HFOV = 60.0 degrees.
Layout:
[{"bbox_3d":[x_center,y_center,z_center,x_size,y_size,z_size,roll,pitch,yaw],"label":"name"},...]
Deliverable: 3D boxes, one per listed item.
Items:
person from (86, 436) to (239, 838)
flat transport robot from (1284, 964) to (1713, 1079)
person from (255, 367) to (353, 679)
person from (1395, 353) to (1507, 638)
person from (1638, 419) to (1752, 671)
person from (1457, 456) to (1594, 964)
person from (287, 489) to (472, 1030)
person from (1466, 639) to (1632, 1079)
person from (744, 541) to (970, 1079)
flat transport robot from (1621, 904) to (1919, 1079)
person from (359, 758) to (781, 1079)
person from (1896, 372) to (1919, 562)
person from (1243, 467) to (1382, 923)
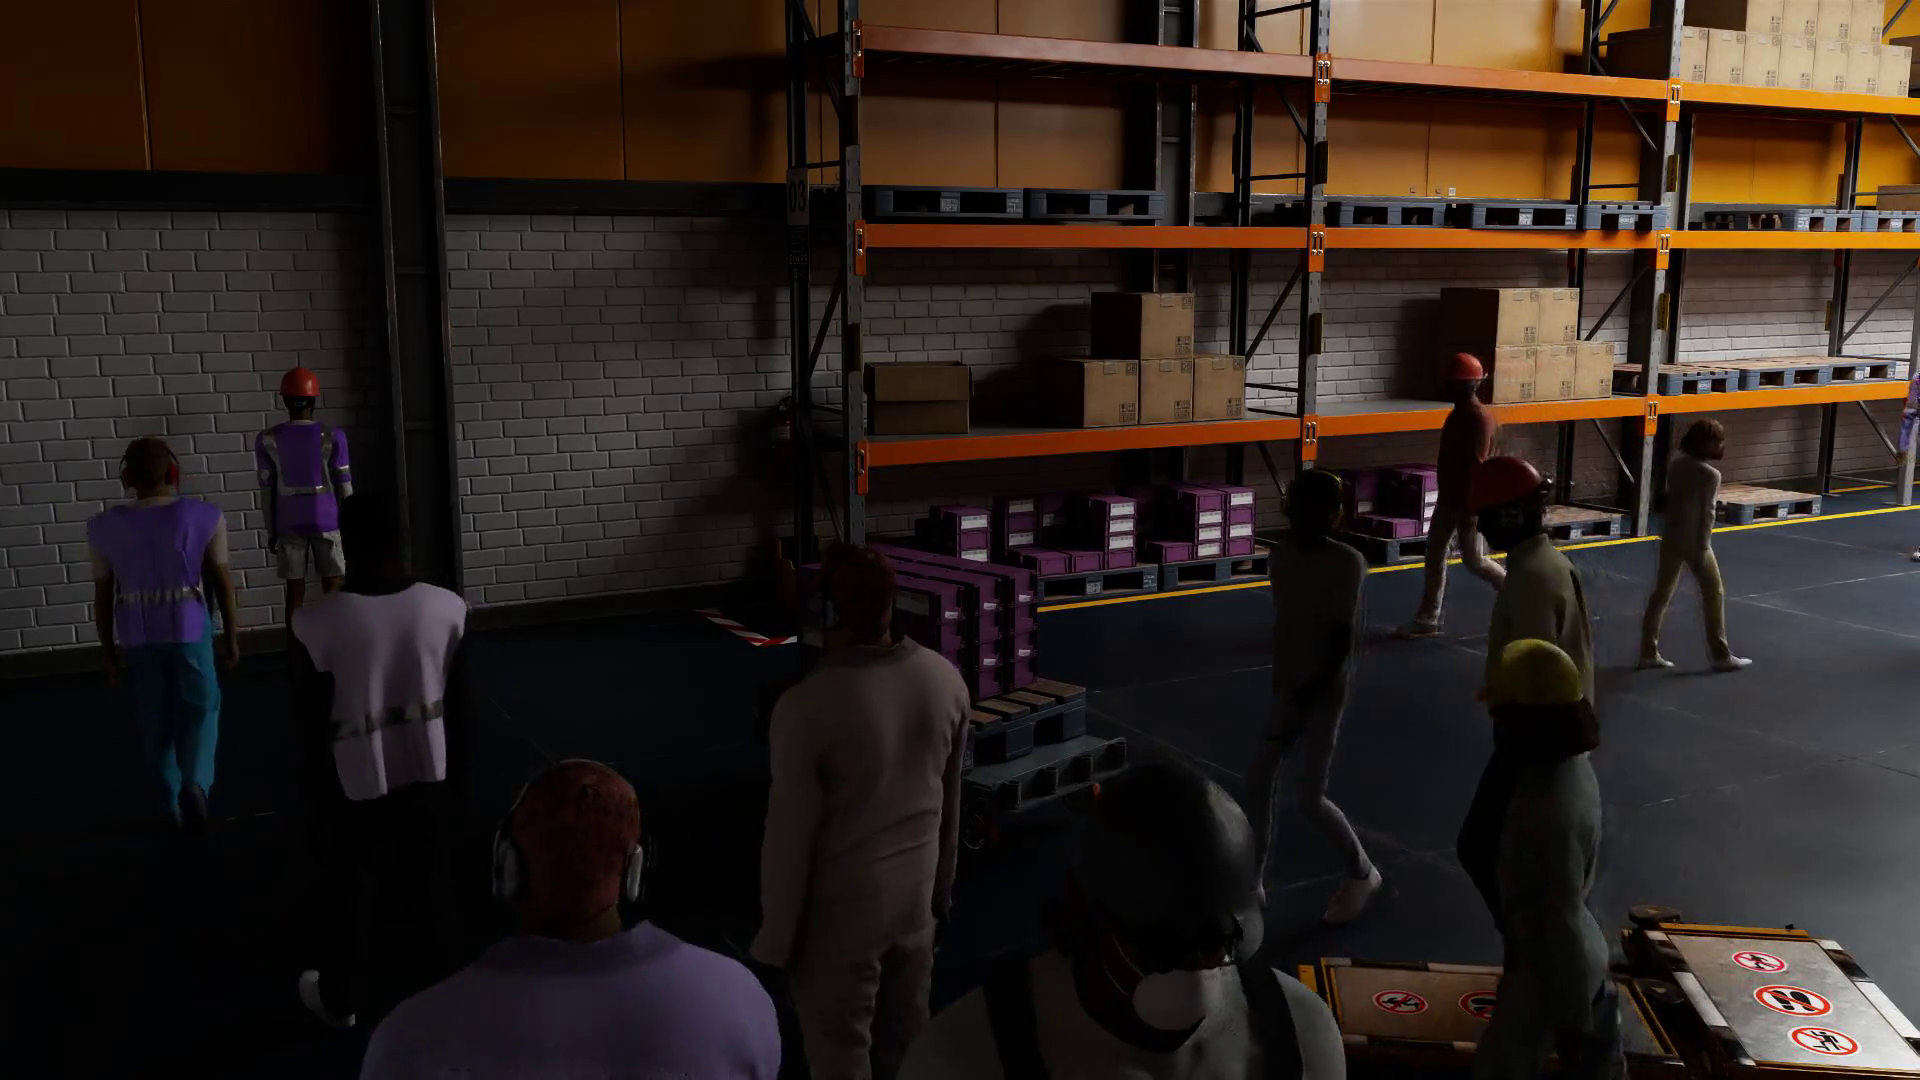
[{"bbox_3d":[-3.556,0.450,7.457,0.577,1.830,0.690,-4,11,-20],"label":"person"},{"bbox_3d":[1.640,1.593,5.364,1.431,0.197,0.652,1,10,8],"label":"flat transport robot"},{"bbox_3d":[-4.038,-0.100,10.316,0.544,1.939,0.354,-2,10,-14],"label":"person"},{"bbox_3d":[3.482,-0.286,11.314,0.896,1.970,0.609,-2,10,-10],"label":"person"},{"bbox_3d":[4.668,0.039,10.485,0.763,1.602,0.519,-2,10,-13],"label":"person"},{"bbox_3d":[1.928,0.694,5.732,0.542,1.942,0.666,6,11,31],"label":"person"},{"bbox_3d":[-1.920,0.766,5.478,0.624,1.873,0.933,-8,13,-40],"label":"person"},{"bbox_3d":[1.495,1.084,4.211,0.847,1.707,0.503,4,11,23],"label":"person"},{"bbox_3d":[-0.285,0.946,4.396,0.408,1.907,0.665,9,13,43],"label":"person"},{"bbox_3d":[2.702,1.571,5.487,0.652,0.197,1.431,1,10,8],"label":"flat transport robot"},{"bbox_3d":[-0.598,1.282,2.575,0.682,1.878,0.444,-4,11,-23],"label":"person"},{"bbox_3d":[8.510,-0.835,14.407,1.056,1.996,0.627,-9,13,-41],"label":"person"},{"bbox_3d":[1.353,0.612,6.506,0.607,1.836,0.514,-6,12,-32],"label":"person"}]
